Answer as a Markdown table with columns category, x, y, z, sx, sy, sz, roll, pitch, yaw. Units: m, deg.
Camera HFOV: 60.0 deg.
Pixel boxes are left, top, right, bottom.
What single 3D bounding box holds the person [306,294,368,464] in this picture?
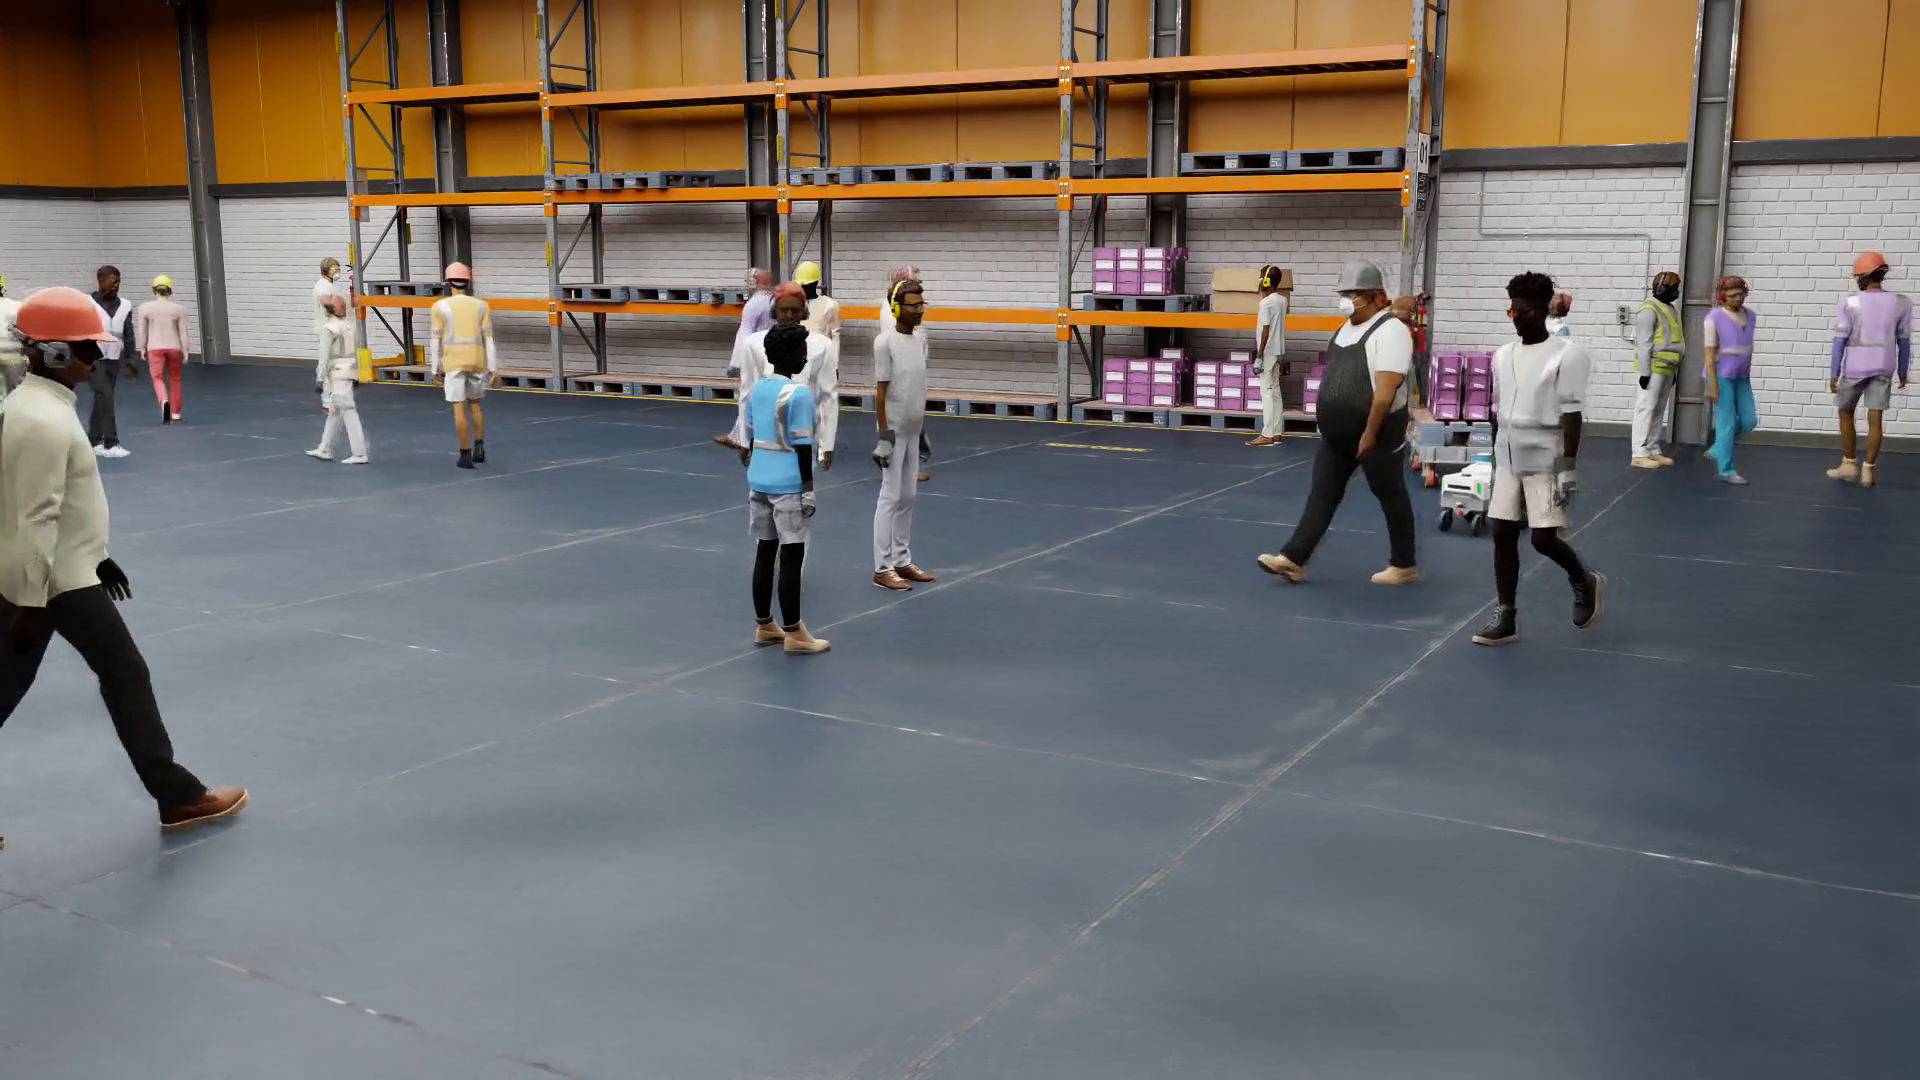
| category | x | y | z | sx | sy | sz | roll | pitch | yaw |
| --- | --- | --- | --- | --- | --- | --- | --- | --- | --- |
| person | -5.988 | -1.517 | 15.770 | 0.758 | 1.606 | 0.541 | 1 | 10 | 4 |

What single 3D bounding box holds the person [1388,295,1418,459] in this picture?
| category | x | y | z | sx | sy | sz | roll | pitch | yaw |
| --- | --- | --- | --- | --- | --- | --- | --- | --- | --- |
| person | 4.266 | -1.545 | 15.982 | 0.746 | 1.591 | 0.533 | -1 | 10 | -4 |

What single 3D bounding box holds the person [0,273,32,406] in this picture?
| category | x | y | z | sx | sy | sz | roll | pitch | yaw |
| --- | --- | --- | --- | --- | --- | --- | --- | --- | --- |
| person | -10.040 | -1.910 | 17.431 | 0.619 | 1.819 | 0.414 | -2 | 10 | -13 |

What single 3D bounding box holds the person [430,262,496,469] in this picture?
| category | x | y | z | sx | sy | sz | roll | pitch | yaw |
| --- | --- | --- | --- | --- | --- | --- | --- | --- | --- |
| person | -4.679 | -1.639 | 15.608 | 0.558 | 1.912 | 0.590 | -7 | 12 | -35 |

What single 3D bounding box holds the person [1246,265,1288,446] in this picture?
| category | x | y | z | sx | sy | sz | roll | pitch | yaw |
| --- | --- | --- | --- | --- | --- | --- | --- | --- | --- |
| person | 3.208 | -1.915 | 17.320 | 0.328 | 1.872 | 0.513 | 7 | 12 | 34 |

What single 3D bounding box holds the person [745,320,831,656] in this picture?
| category | x | y | z | sx | sy | sz | roll | pitch | yaw |
| --- | --- | --- | --- | --- | --- | --- | --- | --- | --- |
| person | -0.900 | -0.264 | 8.468 | 0.322 | 1.694 | 0.536 | -8 | 13 | -37 |

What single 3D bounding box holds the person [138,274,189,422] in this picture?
| category | x | y | z | sx | sy | sz | roll | pitch | yaw |
| --- | --- | --- | --- | --- | --- | --- | --- | --- | --- |
| person | -9.339 | -2.245 | 19.550 | 0.526 | 1.742 | 0.714 | -6 | 12 | -31 |

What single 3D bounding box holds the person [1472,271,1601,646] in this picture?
| category | x | y | z | sx | sy | sz | roll | pitch | yaw |
| --- | --- | --- | --- | --- | --- | --- | --- | --- | --- |
| person | 3.018 | -0.419 | 8.637 | 0.694 | 1.948 | 0.635 | -6 | 12 | -29 |

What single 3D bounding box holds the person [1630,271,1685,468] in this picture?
| category | x | y | z | sx | sy | sz | roll | pitch | yaw |
| --- | --- | --- | --- | --- | --- | --- | --- | --- | --- |
| person | 6.551 | -1.592 | 15.601 | 0.429 | 1.836 | 0.620 | 9 | 14 | 43 |

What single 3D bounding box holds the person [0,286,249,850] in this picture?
| category | x | y | z | sx | sy | sz | roll | pitch | yaw |
| --- | --- | --- | --- | --- | --- | --- | --- | --- | --- |
| person | -3.108 | 0.116 | 5.654 | 1.071 | 1.942 | 0.609 | -8 | 13 | -38 |

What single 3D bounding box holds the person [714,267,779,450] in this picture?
| category | x | y | z | sx | sy | sz | roll | pitch | yaw |
| --- | --- | --- | --- | --- | --- | --- | --- | --- | --- |
| person | -2.042 | -1.787 | 16.643 | 0.999 | 1.855 | 0.640 | 3 | 10 | 15 |

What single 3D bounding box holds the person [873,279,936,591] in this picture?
| category | x | y | z | sx | sy | sz | roll | pitch | yaw |
| --- | --- | --- | --- | --- | --- | --- | --- | --- | --- |
| person | -0.336 | -0.640 | 10.103 | 0.327 | 1.871 | 0.514 | 6 | 12 | 30 |

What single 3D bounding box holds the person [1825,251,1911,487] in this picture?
| category | x | y | z | sx | sy | sz | roll | pitch | yaw |
| --- | --- | --- | --- | --- | --- | --- | --- | --- | --- |
| person | 7.891 | -1.480 | 14.434 | 0.707 | 2.017 | 0.588 | 2 | 10 | 11 |

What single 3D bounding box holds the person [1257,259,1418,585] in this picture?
| category | x | y | z | sx | sy | sz | roll | pitch | yaw |
| --- | --- | --- | --- | --- | --- | --- | --- | --- | --- |
| person | 2.370 | -0.716 | 10.051 | 1.024 | 2.000 | 0.691 | -4 | 11 | -24 |

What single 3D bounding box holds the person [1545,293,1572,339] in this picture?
| category | x | y | z | sx | sy | sz | roll | pitch | yaw |
| --- | --- | --- | --- | --- | --- | --- | --- | --- | --- |
| person | 5.730 | -1.572 | 16.074 | 0.454 | 1.620 | 0.545 | -2 | 10 | -10 |

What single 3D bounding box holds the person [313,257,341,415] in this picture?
| category | x | y | z | sx | sy | sz | roll | pitch | yaw |
| --- | --- | --- | --- | --- | --- | --- | --- | --- | --- |
| person | -7.761 | -2.507 | 20.493 | 0.376 | 1.934 | 0.629 | -4 | 11 | -23 |

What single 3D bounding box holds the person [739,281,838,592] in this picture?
| category | x | y | z | sx | sy | sz | roll | pitch | yaw |
| --- | --- | --- | --- | --- | --- | --- | --- | --- | --- |
| person | -1.012 | -0.579 | 9.829 | 0.589 | 1.848 | 0.548 | -1 | 10 | -7 |

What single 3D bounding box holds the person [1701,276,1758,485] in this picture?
| category | x | y | z | sx | sy | sz | roll | pitch | yaw |
| --- | --- | --- | --- | --- | --- | --- | --- | --- | --- |
| person | 6.674 | -1.379 | 14.433 | 0.601 | 1.816 | 0.434 | -5 | 11 | -27 |

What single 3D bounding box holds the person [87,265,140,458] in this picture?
| category | x | y | z | sx | sy | sz | roll | pitch | yaw |
| --- | --- | --- | --- | --- | --- | --- | --- | --- | --- |
| person | -8.367 | -1.738 | 16.302 | 0.841 | 1.878 | 0.601 | 4 | 11 | 23 |

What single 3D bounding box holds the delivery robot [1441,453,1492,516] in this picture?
| category | x | y | z | sx | sy | sz | roll | pitch | yaw |
| --- | --- | --- | --- | --- | --- | --- | --- | --- | --- |
| delivery robot | 3.827 | -0.391 | 12.150 | 0.707 | 0.478 | 0.477 | -9 | 14 | -42 |

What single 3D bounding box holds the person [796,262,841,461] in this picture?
| category | x | y | z | sx | sy | sz | roll | pitch | yaw |
| --- | --- | --- | --- | --- | --- | --- | --- | --- | --- |
| person | -1.445 | -1.711 | 16.036 | 0.585 | 1.917 | 0.382 | 1 | 10 | 7 |

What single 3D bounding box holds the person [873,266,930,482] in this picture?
| category | x | y | z | sx | sy | sz | roll | pitch | yaw |
| --- | --- | --- | --- | --- | --- | --- | --- | --- | --- |
| person | -0.459 | -1.442 | 14.560 | 0.423 | 1.892 | 0.673 | -3 | 11 | -18 |
